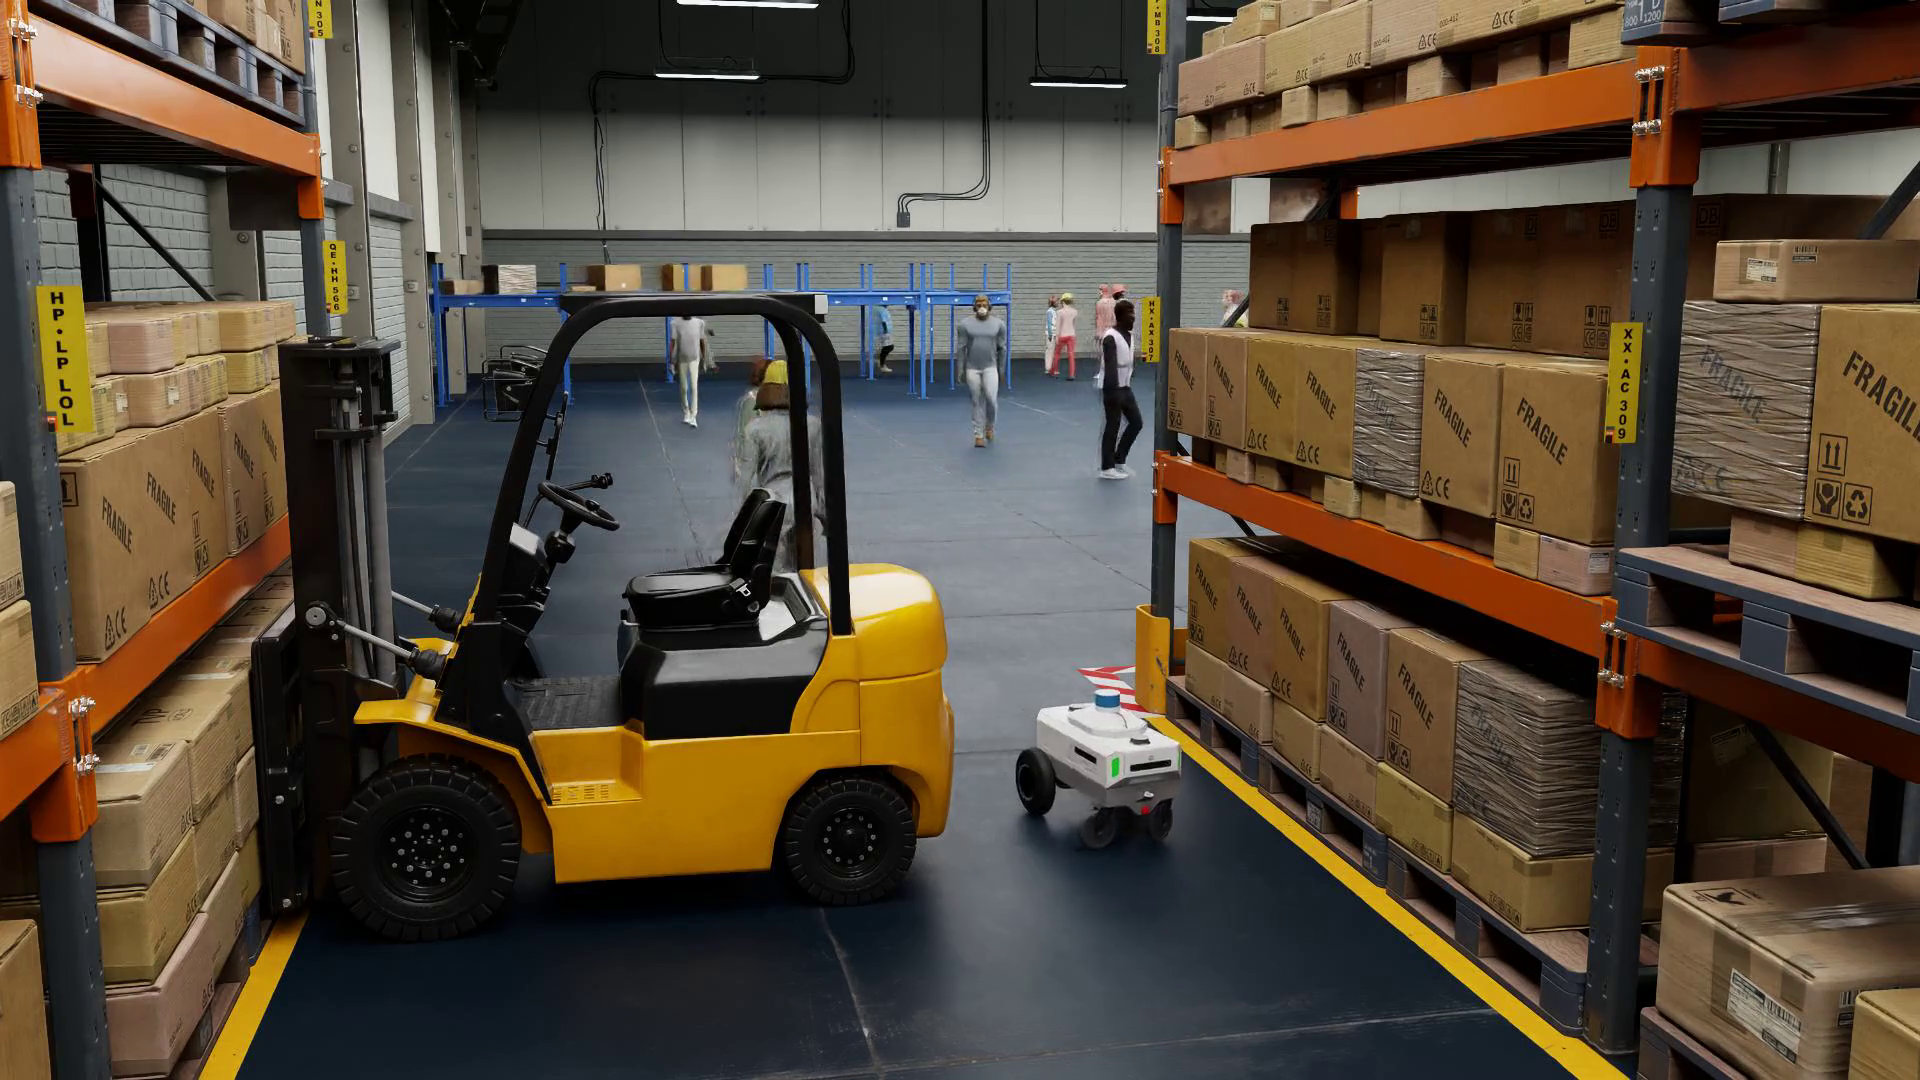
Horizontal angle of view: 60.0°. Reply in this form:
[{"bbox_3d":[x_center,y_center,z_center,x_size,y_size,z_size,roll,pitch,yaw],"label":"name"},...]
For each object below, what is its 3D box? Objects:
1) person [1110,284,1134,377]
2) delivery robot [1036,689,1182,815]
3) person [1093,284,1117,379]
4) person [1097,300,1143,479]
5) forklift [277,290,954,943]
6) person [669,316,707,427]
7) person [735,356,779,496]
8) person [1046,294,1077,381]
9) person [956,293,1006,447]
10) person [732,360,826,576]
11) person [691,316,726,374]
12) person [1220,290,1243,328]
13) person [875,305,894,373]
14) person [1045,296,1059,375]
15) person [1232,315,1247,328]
[{"bbox_3d":[3.299,-4.307,34.240,0.690,1.892,0.618,8,13,42],"label":"person"},{"bbox_3d":[0.596,0.849,6.737,0.477,0.478,0.707,-4,10,-24],"label":"delivery robot"},{"bbox_3d":[2.907,-4.199,33.577,0.401,1.901,0.640,7,12,36],"label":"person"},{"bbox_3d":[1.706,-1.595,17.715,0.491,1.901,0.596,6,11,31],"label":"person"},{"bbox_3d":[-1.179,0.175,6.143,2.313,2.155,1.214,-2,10,-12],"label":"forklift"},{"bbox_3d":[-3.907,-2.568,23.849,0.525,1.837,0.887,-2,9,-10],"label":"person"},{"bbox_3d":[-1.418,-0.481,11.730,0.369,1.619,0.558,1,9,9],"label":"person"},{"bbox_3d":[2.068,-4.068,33.337,0.522,1.713,0.909,-5,10,-27],"label":"person"},{"bbox_3d":[0.261,-2.112,20.799,0.638,1.919,0.605,0,9,1],"label":"person"},{"bbox_3d":[-1.014,-0.142,9.360,0.586,1.719,0.406,-6,11,-31],"label":"person"},{"bbox_3d":[-5.326,-4.371,34.600,0.976,1.897,0.606,-1,9,-9],"label":"person"},{"bbox_3d":[4.243,-2.995,26.263,0.454,1.889,0.675,2,10,14],"label":"person"},{"bbox_3d":[-1.591,-4.439,35.687,0.364,1.682,0.541,1,9,7],"label":"person"},{"bbox_3d":[1.943,-4.300,34.971,0.315,1.641,0.515,3,10,19],"label":"person"},{"bbox_3d":[3.098,-1.681,18.767,0.536,1.719,0.901,1,9,8],"label":"person"}]
